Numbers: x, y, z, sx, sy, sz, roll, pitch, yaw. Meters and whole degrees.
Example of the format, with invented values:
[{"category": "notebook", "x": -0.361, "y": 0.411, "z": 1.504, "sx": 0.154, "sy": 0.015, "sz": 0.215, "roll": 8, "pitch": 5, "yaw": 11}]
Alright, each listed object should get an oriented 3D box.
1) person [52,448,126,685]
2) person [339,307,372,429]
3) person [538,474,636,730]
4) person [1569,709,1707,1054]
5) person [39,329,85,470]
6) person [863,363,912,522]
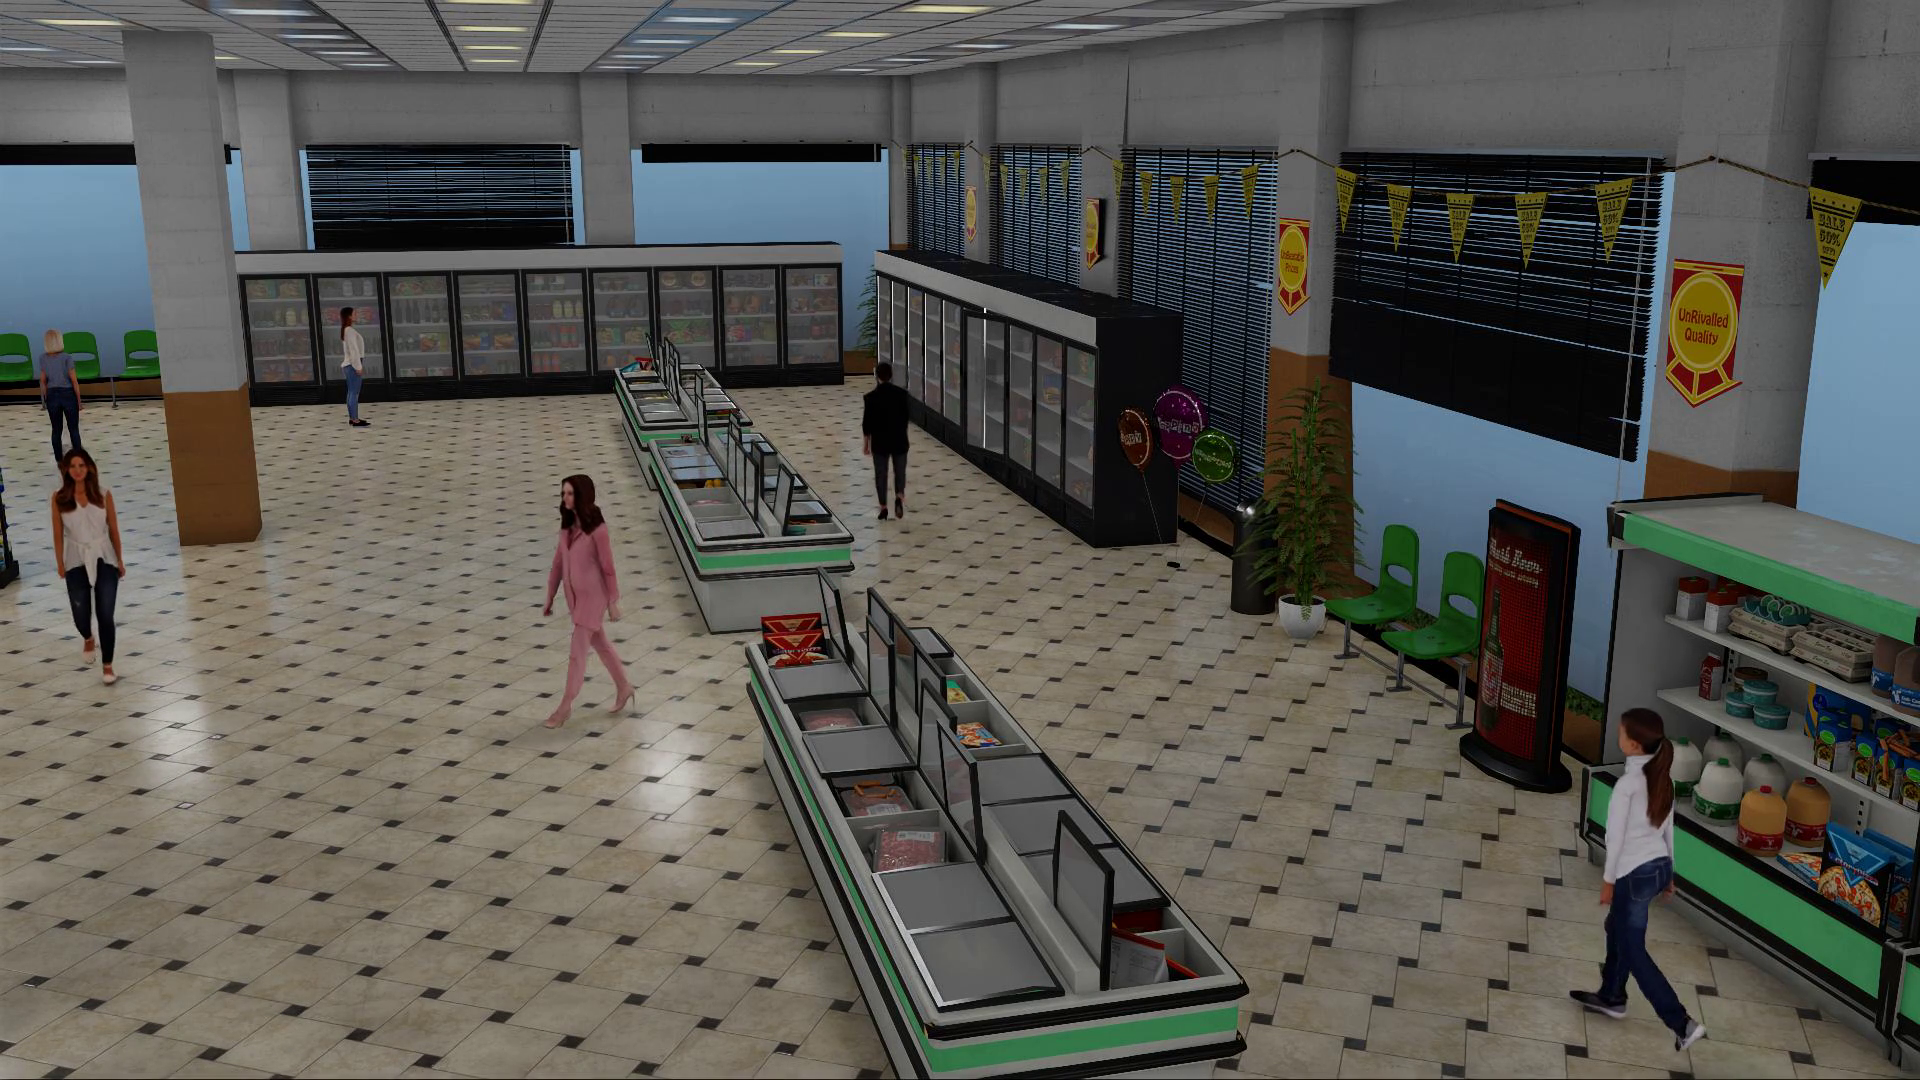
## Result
[{"category": "person", "x": -6.529, "y": 0.180, "z": 12.491, "sx": 0.716, "sy": 1.771, "sz": 0.874, "roll": -8, "pitch": 16, "yaw": -29}, {"category": "person", "x": -8.565, "y": -2.437, "z": 23.453, "sx": 0.723, "sy": 1.689, "sz": 0.561, "roll": -7, "pitch": 15, "yaw": -27}, {"category": "person", "x": -2.510, "y": 0.418, "z": 11.538, "sx": 1.122, "sy": 1.757, "sz": 1.078, "roll": 11, "pitch": 18, "yaw": 39}, {"category": "person", "x": 3.086, "y": 1.535, "z": 7.415, "sx": 0.726, "sy": 1.530, "sz": 1.019, "roll": -8, "pitch": 16, "yaw": -29}, {"category": "person", "x": -11.091, "y": -1.743, "z": 20.526, "sx": 0.630, "sy": 1.721, "sz": 0.572, "roll": -1, "pitch": 14, "yaw": -3}, {"category": "person", "x": -0.731, "y": -1.006, "z": 17.516, "sx": 0.673, "sy": 1.706, "sz": 0.756, "roll": -3, "pitch": 14, "yaw": -13}]
